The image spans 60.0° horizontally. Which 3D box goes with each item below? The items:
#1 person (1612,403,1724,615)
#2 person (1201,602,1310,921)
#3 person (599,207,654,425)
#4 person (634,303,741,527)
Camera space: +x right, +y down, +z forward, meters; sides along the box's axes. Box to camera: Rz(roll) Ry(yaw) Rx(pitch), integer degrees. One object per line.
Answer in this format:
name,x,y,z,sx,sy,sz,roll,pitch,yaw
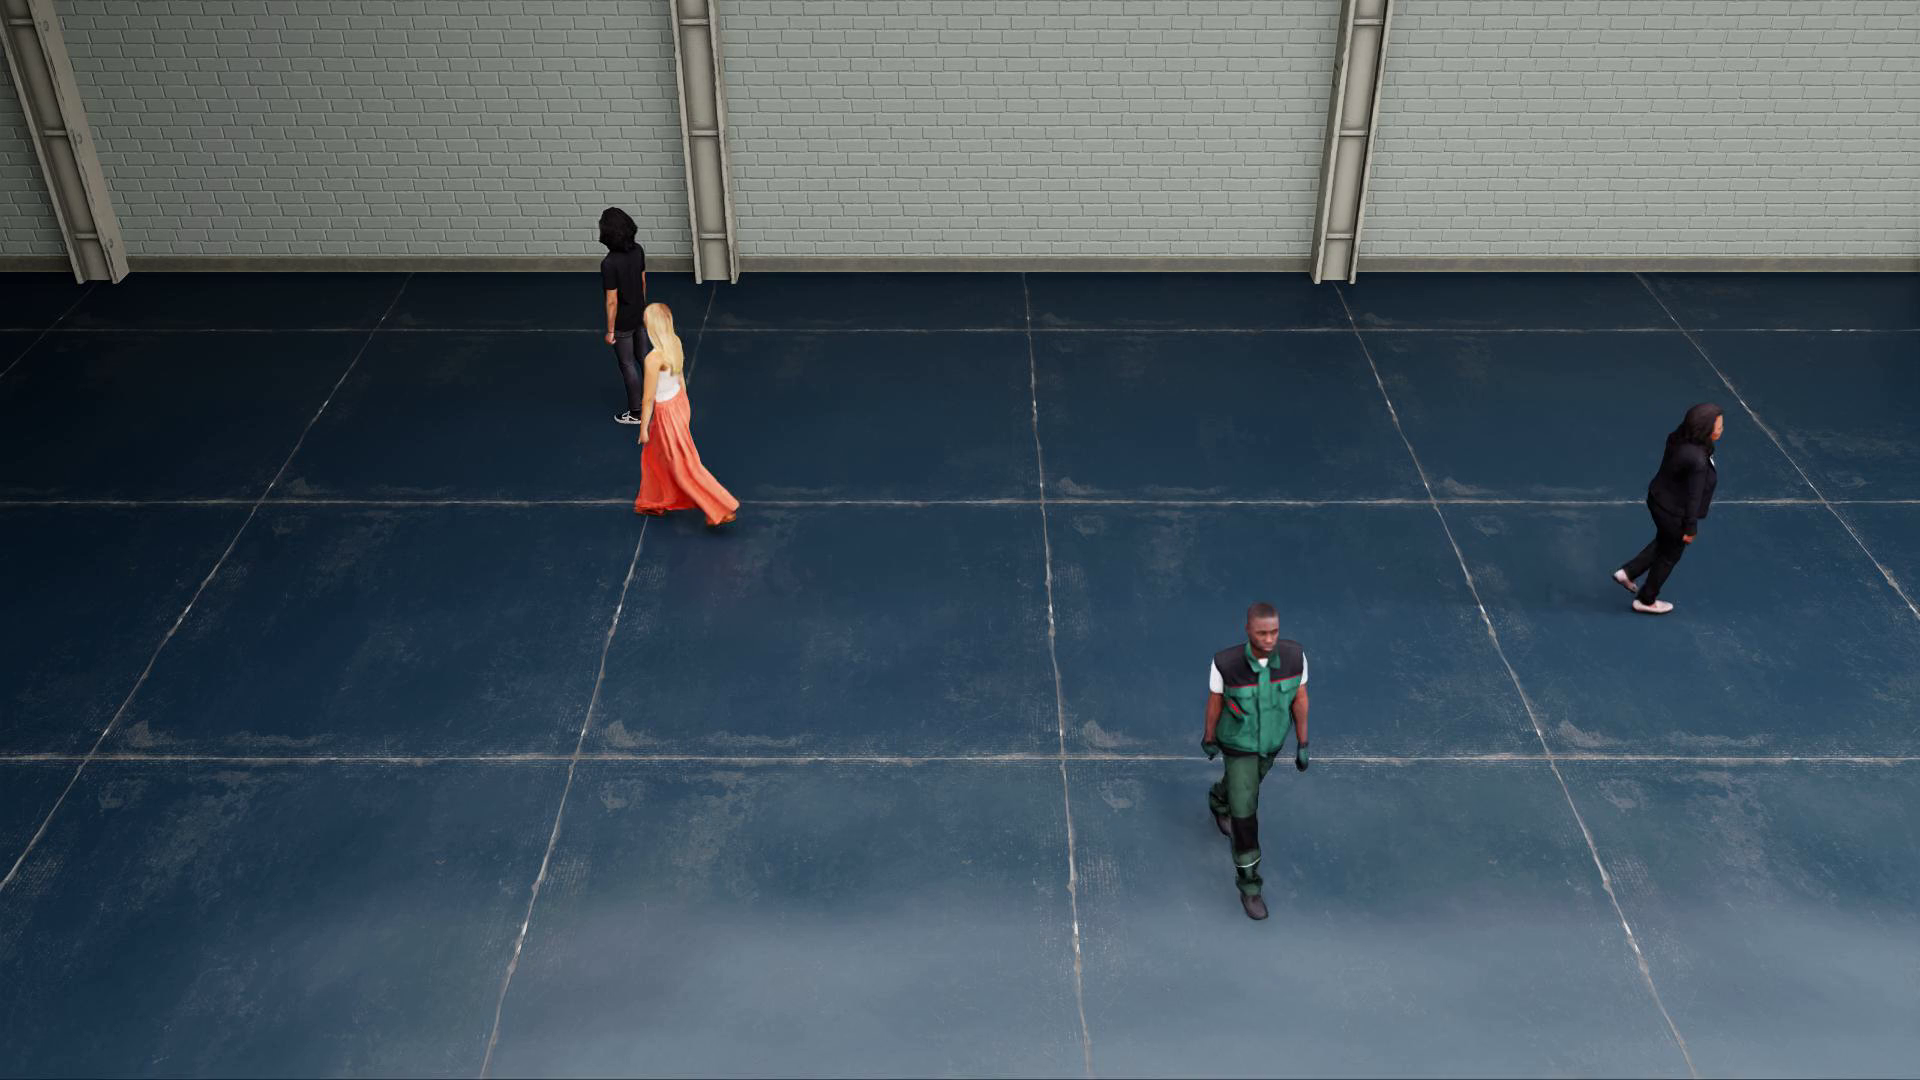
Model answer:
person,4.693,-0.201,11.126,0.699,1.603,0.659,1,33,1
person,1.560,1.051,9.028,1.223,1.793,0.972,-9,34,-13
person,-2.672,-1.809,13.386,0.706,1.836,0.711,17,37,24
person,-1.992,-0.839,11.950,1.184,1.776,0.818,8,34,12
